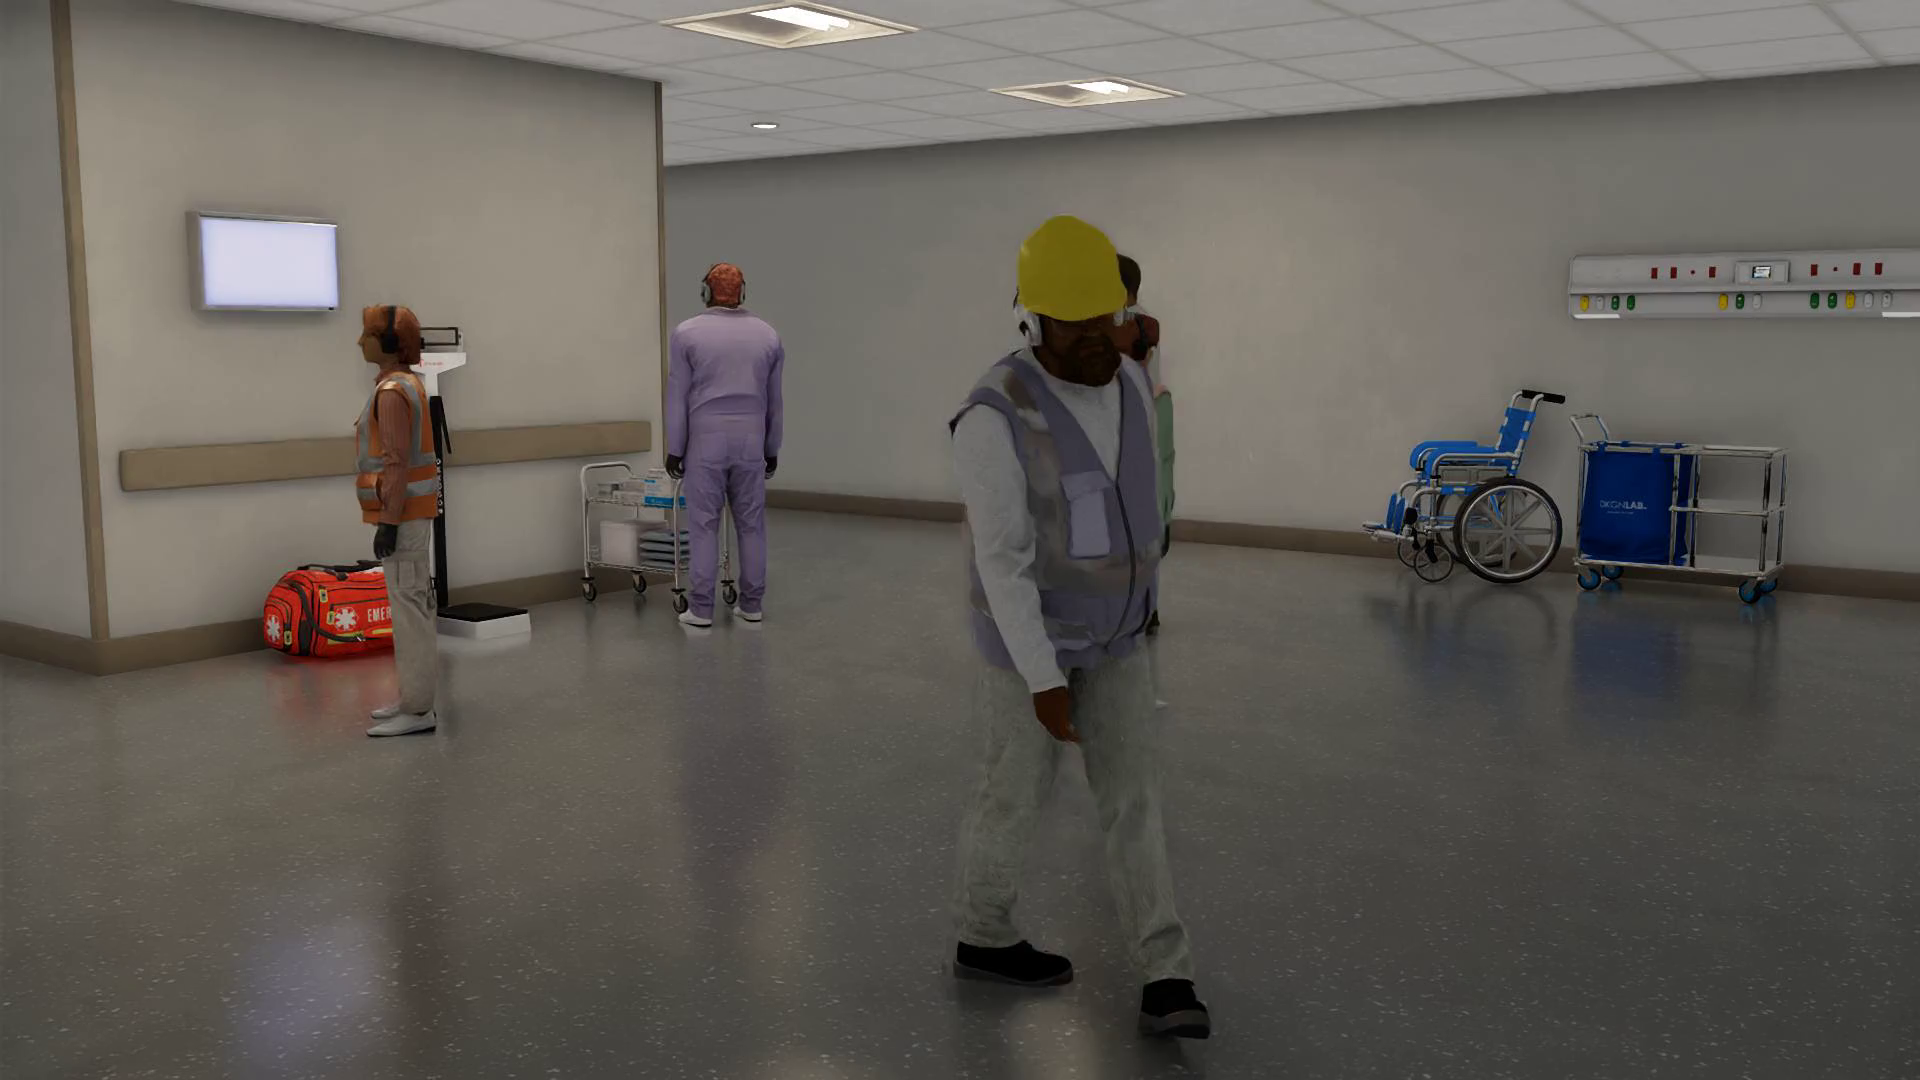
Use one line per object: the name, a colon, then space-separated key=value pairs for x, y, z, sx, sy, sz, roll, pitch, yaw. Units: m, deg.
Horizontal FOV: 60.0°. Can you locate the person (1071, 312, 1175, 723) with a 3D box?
person: x=0.575 y=-0.073 z=6.440 sx=0.654 sy=1.619 sz=0.521 roll=-5 pitch=9 yaw=-37

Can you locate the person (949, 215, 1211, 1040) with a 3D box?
person: x=0.254 y=0.205 z=3.615 sx=0.633 sy=1.768 sz=0.791 roll=-5 pitch=9 yaw=-38

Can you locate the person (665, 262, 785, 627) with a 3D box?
person: x=-1.240 y=-0.496 z=8.727 sx=0.646 sy=1.902 sz=0.400 roll=-4 pitch=8 yaw=-31

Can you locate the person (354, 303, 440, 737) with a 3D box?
person: x=-2.146 y=-0.078 z=6.365 sx=0.307 sy=1.644 sz=0.512 roll=-2 pitch=7 yaw=-14
